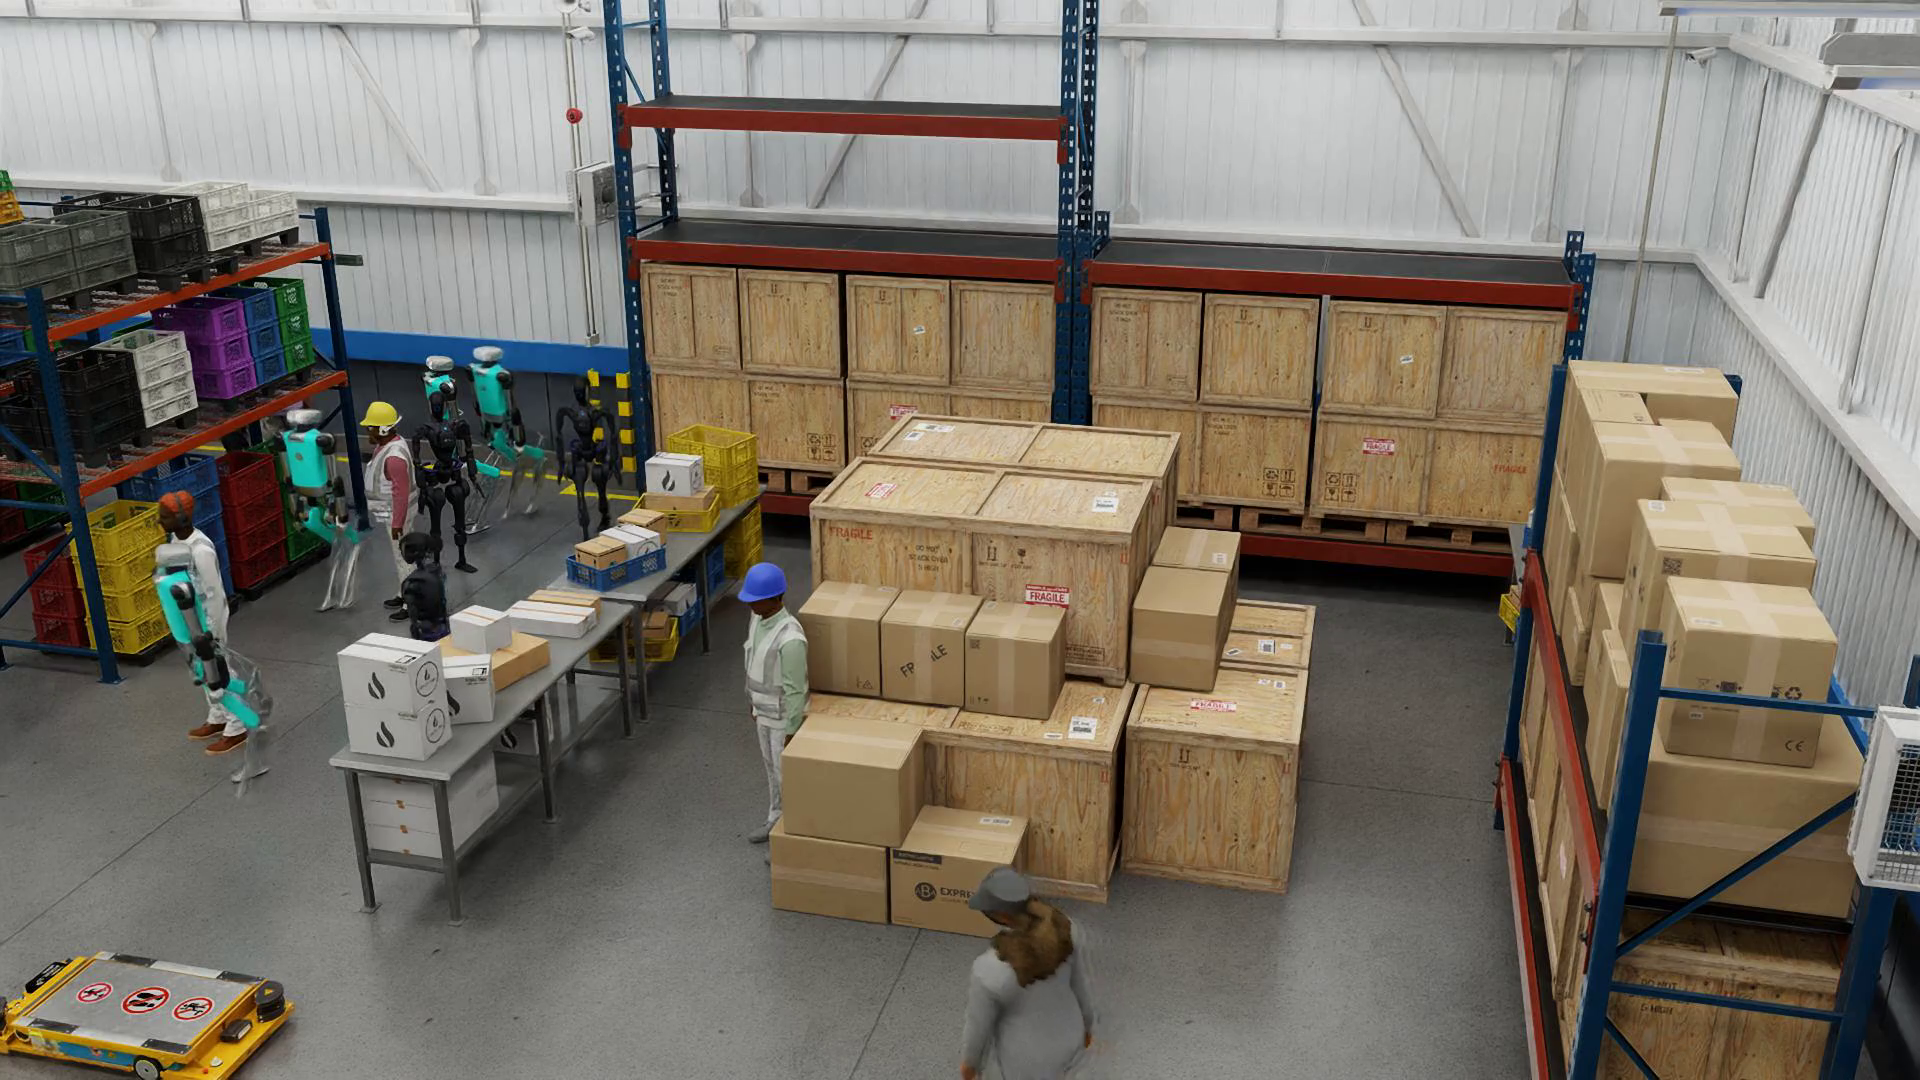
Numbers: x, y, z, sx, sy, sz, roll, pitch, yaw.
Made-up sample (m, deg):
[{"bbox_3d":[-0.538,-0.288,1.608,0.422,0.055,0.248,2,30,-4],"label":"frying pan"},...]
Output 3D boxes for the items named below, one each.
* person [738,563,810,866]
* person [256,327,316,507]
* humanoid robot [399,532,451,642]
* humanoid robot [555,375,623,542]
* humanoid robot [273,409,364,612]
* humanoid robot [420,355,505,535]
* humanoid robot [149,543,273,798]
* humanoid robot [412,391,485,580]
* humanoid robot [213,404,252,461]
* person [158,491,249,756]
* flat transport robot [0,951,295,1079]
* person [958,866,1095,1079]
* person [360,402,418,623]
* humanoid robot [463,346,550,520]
[{"bbox_3d":[-1.107,1.031,10.017,0.413,1.939,0.608,-10,23,-25],"label":"person"},{"bbox_3d":[-6.499,-1.266,15.876,0.604,2.044,0.374,-9,23,-21],"label":"person"},{"bbox_3d":[-3.482,0.741,11.131,0.414,1.649,0.610,2,21,5],"label":"humanoid robot"},{"bbox_3d":[-3.352,-0.725,15.064,0.591,1.643,0.777,-1,21,-4],"label":"humanoid robot"},{"bbox_3d":[-5.158,-0.285,13.645,0.530,1.748,0.636,5,22,14],"label":"humanoid robot"},{"bbox_3d":[-4.450,-0.898,15.151,0.735,1.677,0.533,-17,27,-37],"label":"humanoid robot"},{"bbox_3d":[-4.771,0.828,10.883,0.753,1.817,0.540,-17,27,-37],"label":"humanoid robot"},{"bbox_3d":[-4.415,-0.481,14.316,0.599,1.654,0.315,-18,27,-38],"label":"humanoid robot"},{"bbox_3d":[-6.883,-1.076,15.872,0.404,1.648,0.608,-6,22,-16],"label":"humanoid robot"},{"bbox_3d":[-5.167,0.557,11.330,0.356,1.881,0.573,-17,27,-37],"label":"person"},{"bbox_3d":[-4.270,2.464,8.601,1.431,0.231,0.659,5,22,13],"label":"flat transport robot"},{"bbox_3d":[0.303,2.204,7.229,0.587,1.715,0.603,-19,28,-41],"label":"person"},{"bbox_3d":[-4.591,-0.236,13.471,0.403,1.833,0.585,-9,23,-22],"label":"person"},{"bbox_3d":[-4.184,-1.030,15.646,0.539,1.734,0.800,12,24,28],"label":"humanoid robot"}]
